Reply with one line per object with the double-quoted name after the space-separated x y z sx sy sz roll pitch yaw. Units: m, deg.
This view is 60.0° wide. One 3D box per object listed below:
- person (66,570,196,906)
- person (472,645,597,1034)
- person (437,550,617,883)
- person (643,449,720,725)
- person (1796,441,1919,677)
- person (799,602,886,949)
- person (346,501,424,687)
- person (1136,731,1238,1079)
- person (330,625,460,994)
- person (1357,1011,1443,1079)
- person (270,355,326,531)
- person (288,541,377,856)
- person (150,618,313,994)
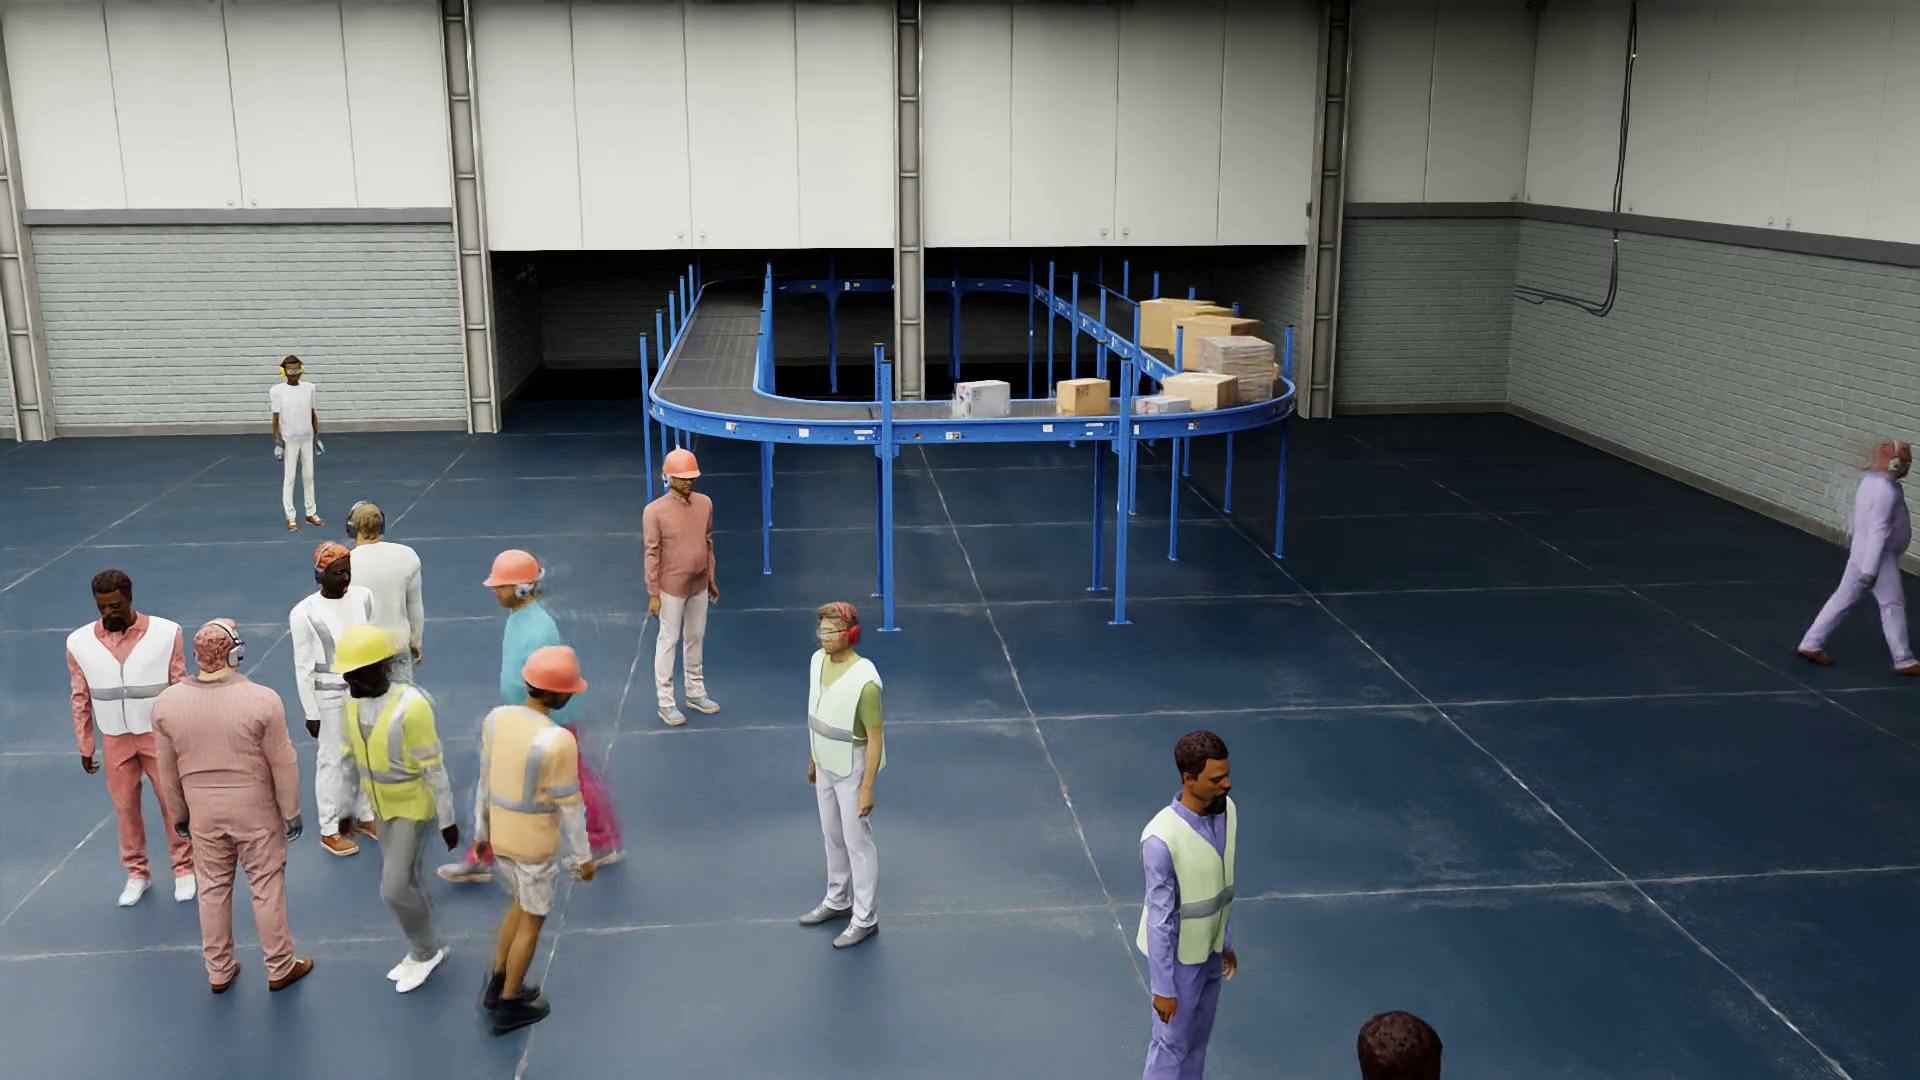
-4.534 1.071 9.152 0.599 1.908 0.402 -4 15 -16 "person"
-2.005 1.407 7.833 0.589 1.887 0.549 10 17 36 "person"
-2.436 1.001 9.356 1.017 1.939 0.641 -8 16 -29 "person"
-1.983 0.322 11.958 0.396 1.992 0.622 12 18 40 "person"
7.138 0.138 12.978 0.997 1.861 0.655 4 15 15 "person"
-0.603 1.205 8.718 0.378 1.848 0.569 -10 17 -35 "person"
-3.686 0.702 10.551 0.353 1.937 0.635 12 18 39 "person"
0.923 1.673 6.710 0.392 1.919 0.592 10 17 34 "person"
-2.784 1.315 8.175 0.643 1.900 0.537 9 17 32 "person"
1.106 2.191 4.665 0.384 1.910 0.596 4 15 16 "person"
-7.032 -1.043 17.687 0.319 1.865 0.521 13 19 43 "person"
-3.639 0.924 9.803 0.351 1.878 0.568 7 16 27 "person"
-3.557 1.311 8.183 0.651 1.907 0.409 0 14 -1 "person"
